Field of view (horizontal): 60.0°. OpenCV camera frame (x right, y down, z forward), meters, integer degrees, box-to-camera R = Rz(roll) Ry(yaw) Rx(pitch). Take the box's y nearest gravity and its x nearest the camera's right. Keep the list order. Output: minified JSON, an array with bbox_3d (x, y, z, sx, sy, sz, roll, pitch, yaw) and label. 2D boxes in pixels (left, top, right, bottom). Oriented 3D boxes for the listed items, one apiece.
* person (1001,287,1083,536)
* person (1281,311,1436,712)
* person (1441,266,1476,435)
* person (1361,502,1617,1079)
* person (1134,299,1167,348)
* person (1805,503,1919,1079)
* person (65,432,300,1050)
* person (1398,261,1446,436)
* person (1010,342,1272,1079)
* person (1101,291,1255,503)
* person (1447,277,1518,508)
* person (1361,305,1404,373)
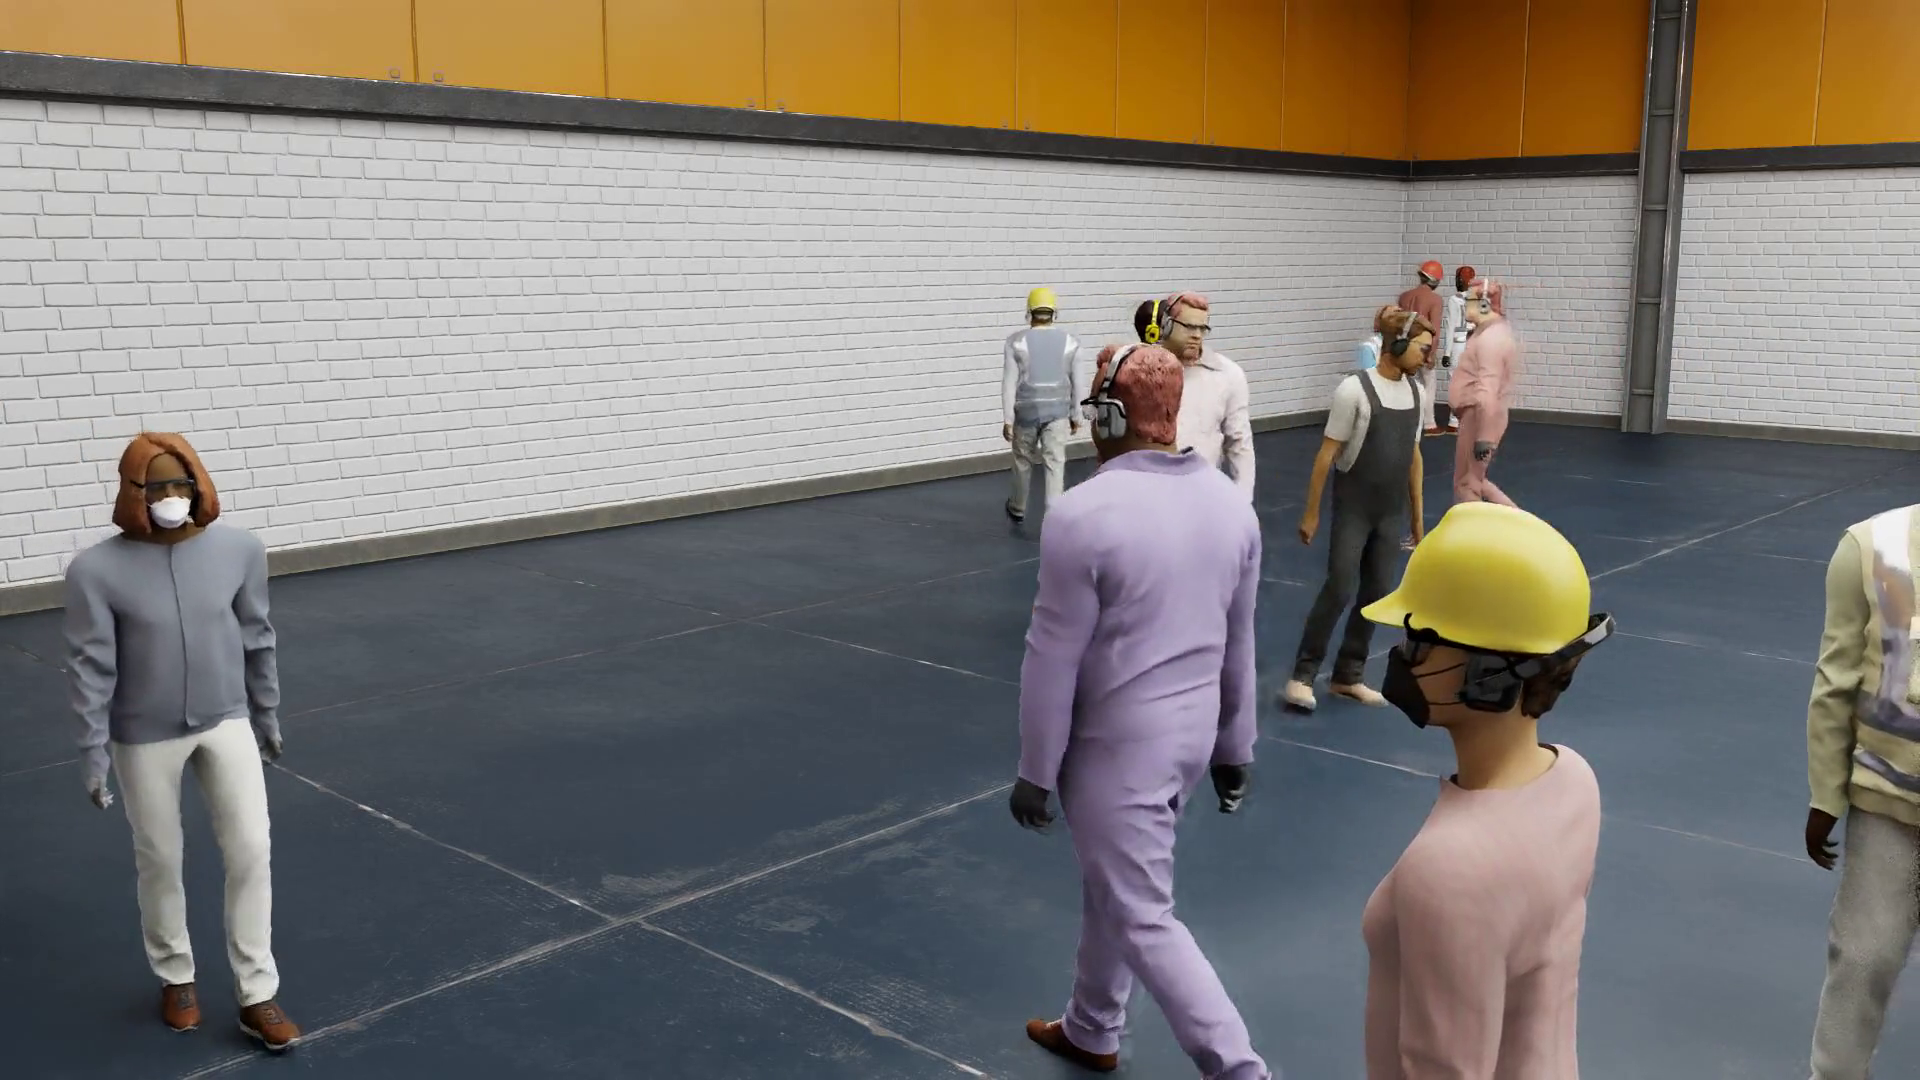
[{"bbox_3d":[0.577,-0.926,12.071,0.626,1.782,0.917,-2,10,-10],"label":"person"},{"bbox_3d":[1.804,-0.118,7.432,0.594,1.803,0.453,-6,11,-30],"label":"person"},{"bbox_3d":[5.614,-2.104,18.546,0.568,1.878,0.350,-7,12,-33],"label":"person"},{"bbox_3d":[0.642,0.829,2.134,0.303,1.772,0.530,6,12,33],"label":"person"},{"bbox_3d":[0.916,-0.375,8.892,0.991,1.821,0.482,1,10,6],"label":"person"},{"bbox_3d":[2.137,0.552,3.561,0.601,1.825,0.404,4,11,20],"label":"person"},{"bbox_3d":[-1.972,0.533,4.269,0.520,1.608,0.681,-8,12,-37],"label":"person"},{"bbox_3d":[5.010,-2.086,18.302,0.752,1.943,0.635,-8,13,-38],"label":"person"},{"bbox_3d":[0.457,0.481,3.850,0.638,1.873,0.927,-9,14,-43],"label":"person"},{"bbox_3d":[0.979,-0.164,7.452,0.656,1.879,0.653,-1,10,-3],"label":"person"},{"bbox_3d":[3.373,-0.731,10.655,0.617,1.892,0.660,4,11,21],"label":"person"},{"bbox_3d":[3.393,-1.055,13.265,0.549,1.622,0.405,-7,12,-37],"label":"person"}]
